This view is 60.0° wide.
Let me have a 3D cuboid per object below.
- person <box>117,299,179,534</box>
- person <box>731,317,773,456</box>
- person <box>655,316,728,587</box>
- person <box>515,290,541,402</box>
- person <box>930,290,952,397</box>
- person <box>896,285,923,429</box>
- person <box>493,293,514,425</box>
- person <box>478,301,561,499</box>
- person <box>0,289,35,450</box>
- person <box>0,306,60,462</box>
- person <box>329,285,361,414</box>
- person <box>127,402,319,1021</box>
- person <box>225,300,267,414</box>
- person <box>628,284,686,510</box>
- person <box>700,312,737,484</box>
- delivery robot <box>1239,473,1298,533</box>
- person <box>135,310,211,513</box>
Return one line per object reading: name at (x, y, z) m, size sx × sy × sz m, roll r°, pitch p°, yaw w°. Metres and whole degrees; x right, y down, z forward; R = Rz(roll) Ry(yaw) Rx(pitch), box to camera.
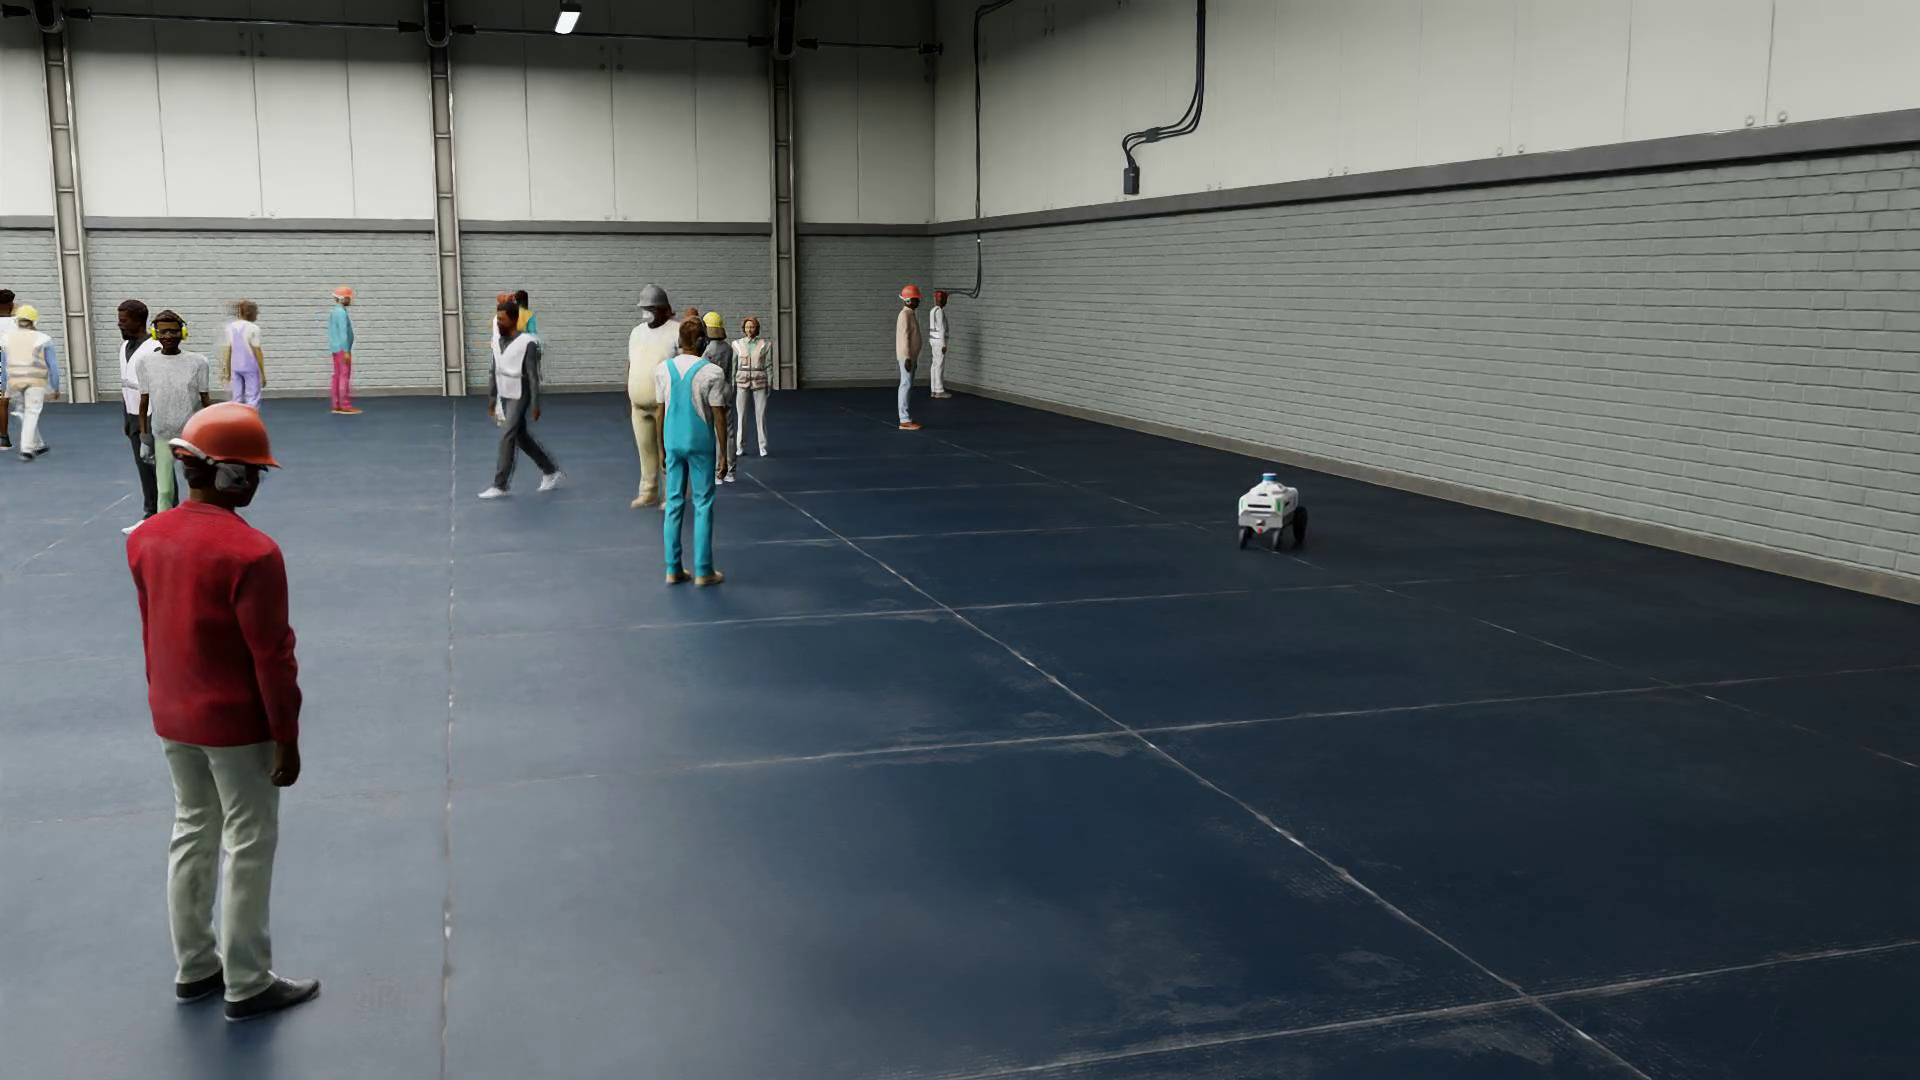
person at (-6.578, -0.986, 13.491) m, size 0.591 × 1.916 × 0.383 m, roll 7°, pitch 11°, yaw 36°
person at (-2.448, -1.797, 19.546) m, size 0.513 × 1.641 × 0.307 m, roll 0°, pitch 9°, yaw -2°
person at (-1.808, -0.591, 11.250) m, size 0.518 × 1.835 × 0.353 m, roll 2°, pitch 9°, yaw 15°
person at (-7.103, -3.119, 27.166) m, size 0.615 × 1.886 × 0.825 m, roll 4°, pitch 10°, yaw 26°
person at (-0.354, -3.451, 29.321) m, size 0.356 × 1.886 × 0.574 m, roll -3°, pitch 9°, yaw -16°
person at (-0.699, -2.537, 23.133) m, size 0.379 × 1.996 × 0.609 m, roll 1°, pitch 9°, yaw 5°
person at (-6.442, -2.556, 23.619) m, size 0.359 × 1.882 × 0.575 m, roll -5°, pitch 10°, yaw -31°
person at (-4.271, -1.368, 16.068) m, size 0.606 × 1.881 × 0.968 m, roll 7°, pitch 12°, yaw 39°
person at (-11.583, -2.077, 20.289) m, size 0.600 × 1.967 × 0.369 m, roll -2°, pitch 9°, yaw -12°
person at (-10.709, -1.796, 19.127) m, size 0.608 × 1.779 × 0.939 m, roll -1°, pitch 9°, yaw -7°
person at (-9.560, -2.951, 25.778) m, size 0.396 × 1.992 × 0.622 m, roll -6°, pitch 11°, yaw -34°
person at (-2.055, 0.483, 4.696) m, size 0.574 × 1.738 × 0.352 m, roll 5°, pitch 10°, yaw 27°
person at (-9.031, -2.096, 20.938) m, size 0.678 × 1.822 × 0.348 m, roll 3°, pitch 9°, yaw 17°
person at (-2.743, -1.284, 15.001) m, size 0.688 × 2.000 × 0.536 m, roll 4°, pitch 10°, yaw 25°
person at (-2.492, -1.438, 16.927) m, size 0.302 × 1.745 × 0.483 m, roll 5°, pitch 10°, yaw 29°
delivery robot at (2.418, -0.279, 13.013) m, size 0.477 × 0.478 × 0.707 m, roll 4°, pitch 10°, yaw 22°
person at (-5.667, -0.730, 12.044) m, size 0.508 × 1.863 × 0.327 m, roll -3°, pitch 10°, yaw -21°
